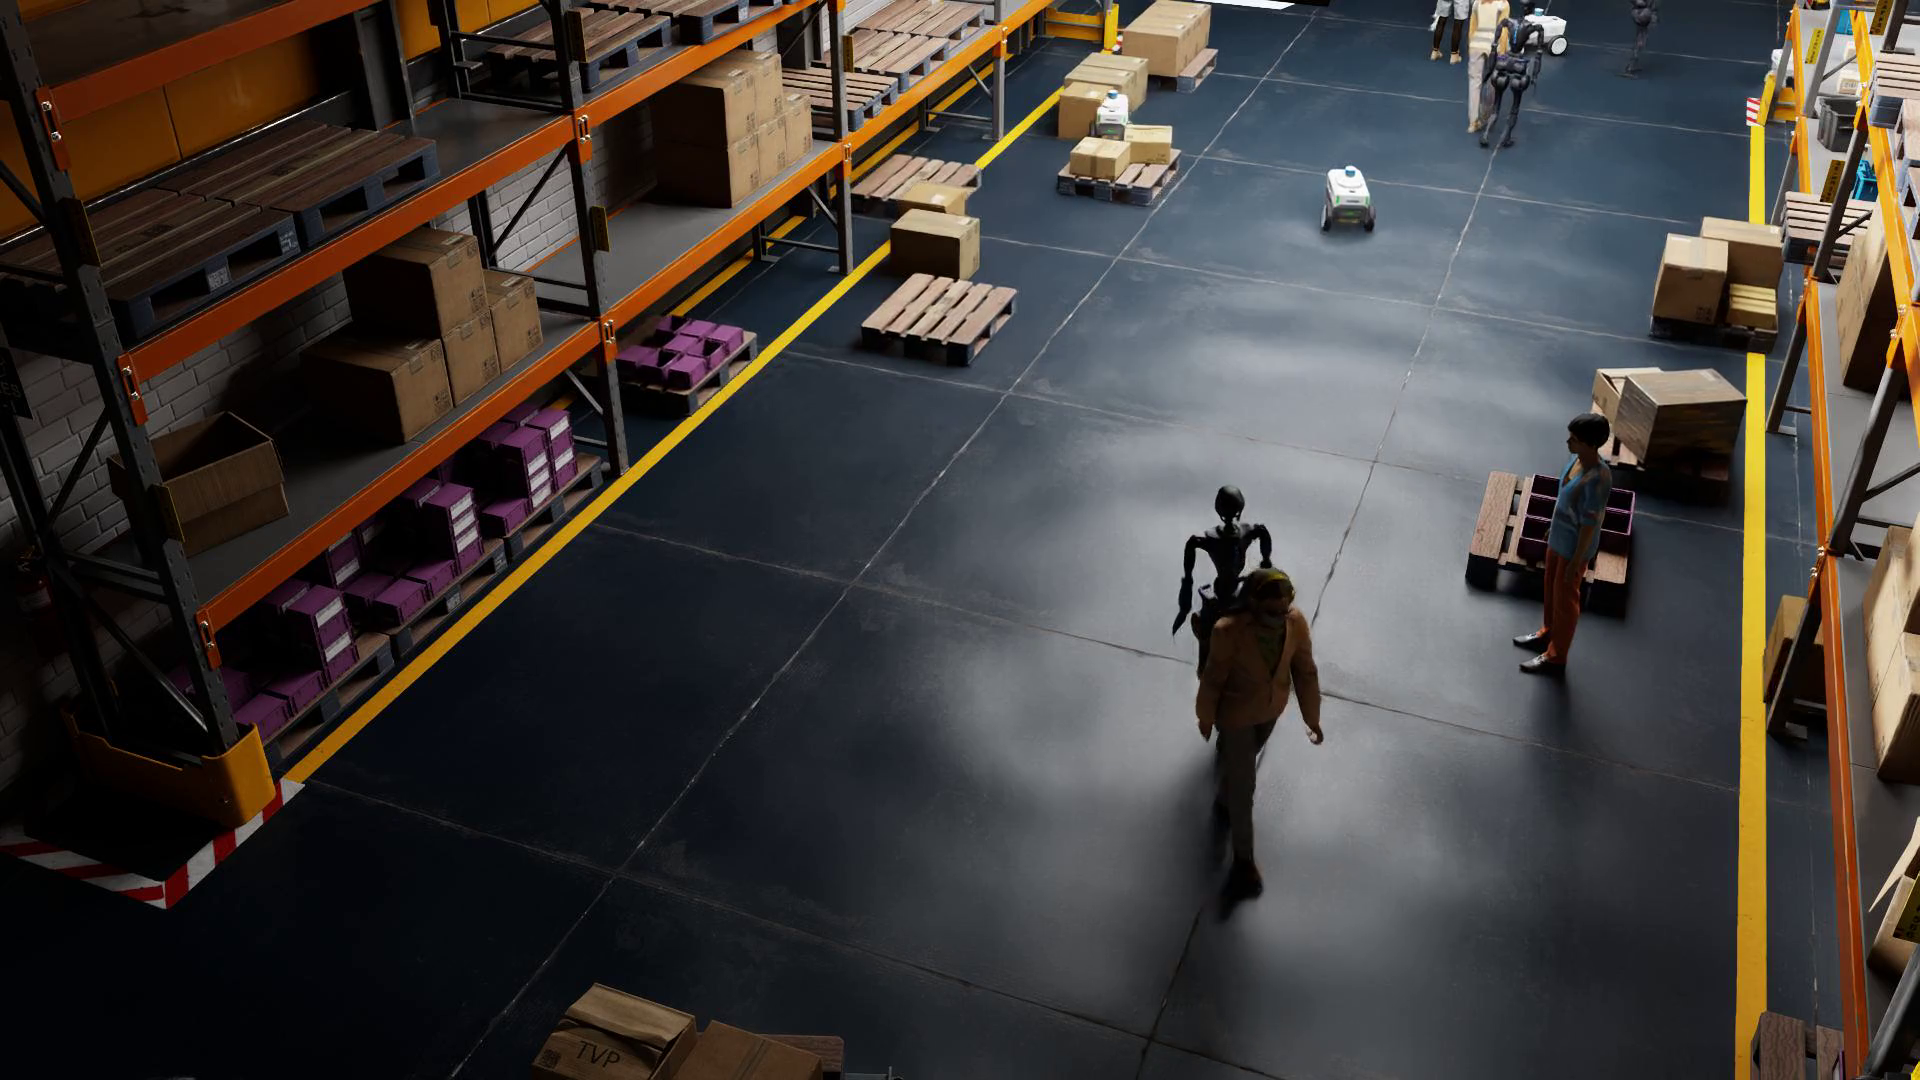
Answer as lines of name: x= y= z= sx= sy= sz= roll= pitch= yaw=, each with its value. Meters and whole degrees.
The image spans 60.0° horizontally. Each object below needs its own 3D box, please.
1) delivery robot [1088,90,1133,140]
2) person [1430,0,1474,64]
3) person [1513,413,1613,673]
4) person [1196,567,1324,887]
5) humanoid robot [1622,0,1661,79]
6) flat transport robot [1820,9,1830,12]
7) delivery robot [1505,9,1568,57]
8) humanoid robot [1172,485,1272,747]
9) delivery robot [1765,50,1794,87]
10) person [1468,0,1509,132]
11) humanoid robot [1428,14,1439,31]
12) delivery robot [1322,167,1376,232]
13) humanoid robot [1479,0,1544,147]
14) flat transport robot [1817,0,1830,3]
delivery robot: x=1.703 y=-4.751 z=18.655 sx=0.503 sy=0.566 sz=0.733 roll=3 pitch=33 yaw=4
person: x=6.226 y=-6.848 z=20.876 sx=0.532 sy=1.693 sz=0.320 roll=26 pitch=41 yaw=34
person: x=3.725 y=0.016 z=10.195 sx=0.335 sy=1.759 sz=0.496 roll=1 pitch=33 yaw=2
person: x=1.576 y=0.935 z=8.690 sx=0.589 sy=1.838 sz=0.811 roll=-13 pitch=35 yaw=-19
humanoid robot: x=8.421 y=-6.561 z=20.447 sx=0.317 sy=1.653 sz=0.603 roll=0 pitch=33 yaw=0
flat transport robot: x=11.560 y=-6.169 z=21.139 sx=0.659 sy=0.231 sz=1.431 roll=-7 pitch=34 yaw=-11
delivery robot: x=7.420 y=-6.546 z=21.447 sx=0.774 sy=0.581 sz=0.499 roll=-8 pitch=34 yaw=-12
humanoid robot: x=1.568 y=0.425 z=9.671 sx=0.592 sy=1.644 sz=0.668 roll=-7 pitch=34 yaw=-11
delivery robot: x=10.307 y=-5.772 z=20.277 sx=0.792 sy=0.611 sz=0.499 roll=1 pitch=33 yaw=1
person: x=5.980 y=-5.586 z=18.892 sx=0.454 sy=1.713 sz=0.838 roll=13 pitch=35 yaw=19
humanoid robot: x=6.579 y=-7.754 z=22.273 sx=0.562 sy=1.794 sz=0.845 roll=25 pitch=41 yaw=33
delivery robot: x=3.875 y=-3.431 z=16.633 sx=0.499 sy=0.589 sz=0.785 roll=2 pitch=33 yaw=3
humanoid robot: x=6.040 y=-5.106 z=18.225 sx=0.617 sy=1.655 sz=0.491 roll=20 pitch=38 yaw=27
flat transport robot: x=12.477 y=-8.029 z=24.018 sx=1.431 sy=0.231 sz=0.659 roll=-27 pitch=41 yaw=-35
